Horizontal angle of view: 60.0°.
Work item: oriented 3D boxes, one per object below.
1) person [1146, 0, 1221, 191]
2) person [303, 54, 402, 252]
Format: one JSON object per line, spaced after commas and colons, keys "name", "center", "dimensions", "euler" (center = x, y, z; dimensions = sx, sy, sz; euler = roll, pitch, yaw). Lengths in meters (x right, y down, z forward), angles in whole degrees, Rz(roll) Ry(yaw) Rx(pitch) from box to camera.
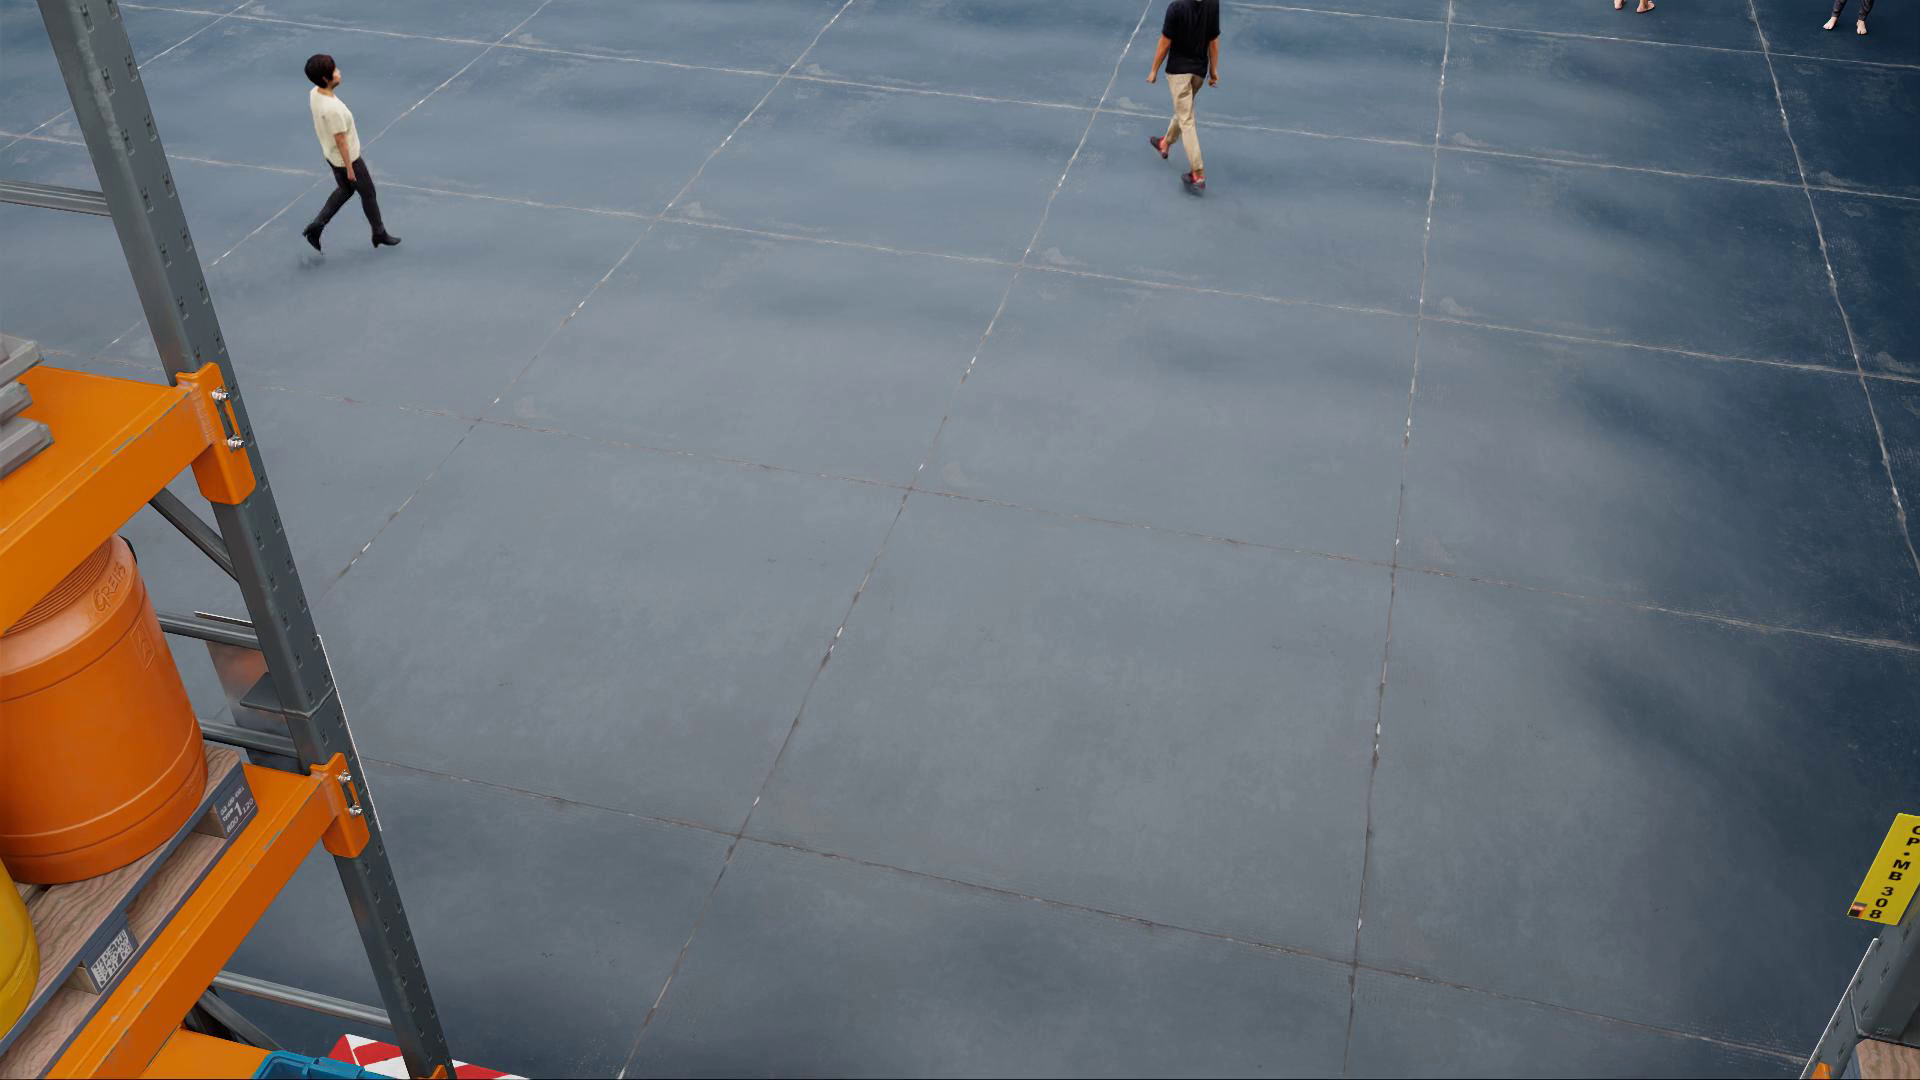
{"name": "person", "center": [1.866, -3.693, 13.328], "dimensions": [1.141, 1.805, 1.223], "euler": [-18, 41, -21]}
{"name": "person", "center": [-4.672, -2.847, 12.437], "dimensions": [1.024, 1.570, 0.904], "euler": [-26, 45, -29]}
